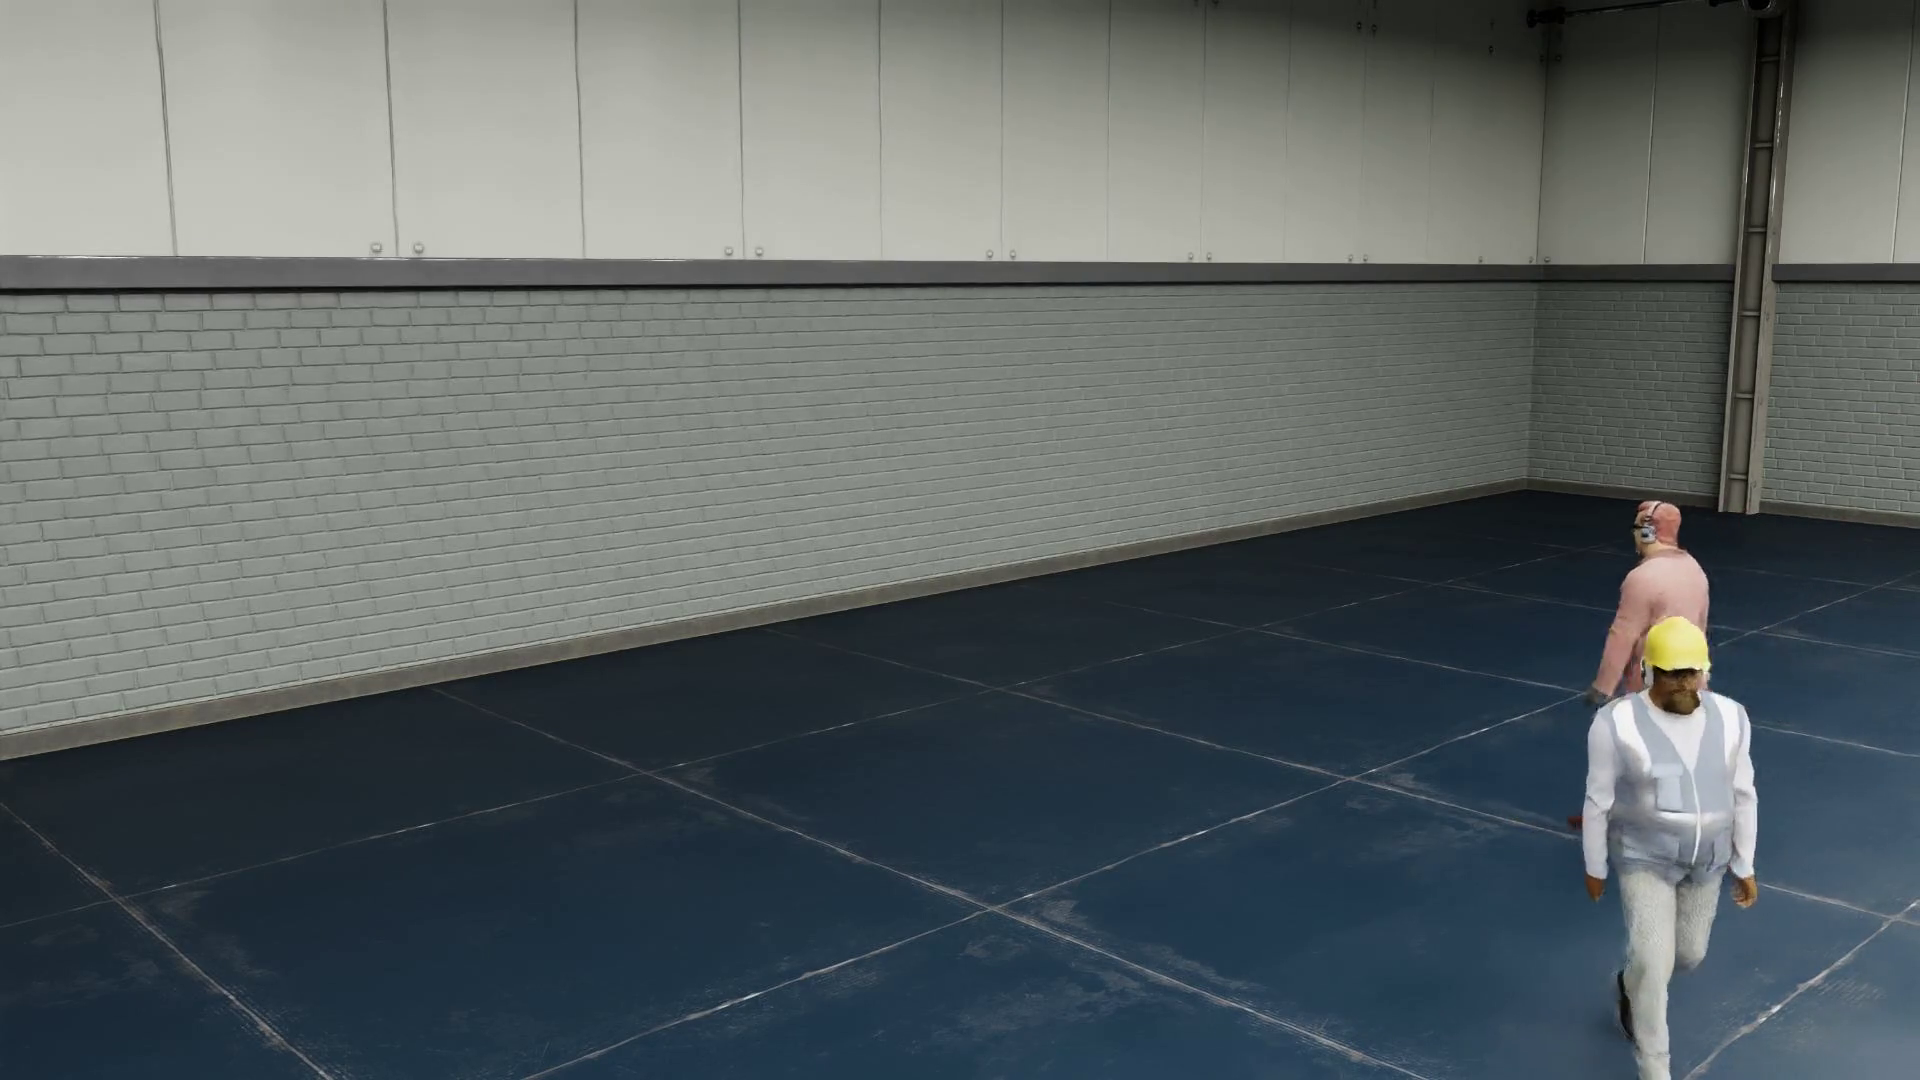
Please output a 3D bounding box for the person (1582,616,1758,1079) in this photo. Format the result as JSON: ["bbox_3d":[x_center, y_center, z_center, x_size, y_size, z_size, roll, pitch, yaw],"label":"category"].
[{"bbox_3d":[2.611,1.149,6.192,0.594,1.804,0.807,-1,9,-4],"label":"person"}]

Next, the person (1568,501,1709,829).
[{"bbox_3d":[3.647,0.732,8.591,0.640,1.866,0.947,-9,13,-44],"label":"person"}]
